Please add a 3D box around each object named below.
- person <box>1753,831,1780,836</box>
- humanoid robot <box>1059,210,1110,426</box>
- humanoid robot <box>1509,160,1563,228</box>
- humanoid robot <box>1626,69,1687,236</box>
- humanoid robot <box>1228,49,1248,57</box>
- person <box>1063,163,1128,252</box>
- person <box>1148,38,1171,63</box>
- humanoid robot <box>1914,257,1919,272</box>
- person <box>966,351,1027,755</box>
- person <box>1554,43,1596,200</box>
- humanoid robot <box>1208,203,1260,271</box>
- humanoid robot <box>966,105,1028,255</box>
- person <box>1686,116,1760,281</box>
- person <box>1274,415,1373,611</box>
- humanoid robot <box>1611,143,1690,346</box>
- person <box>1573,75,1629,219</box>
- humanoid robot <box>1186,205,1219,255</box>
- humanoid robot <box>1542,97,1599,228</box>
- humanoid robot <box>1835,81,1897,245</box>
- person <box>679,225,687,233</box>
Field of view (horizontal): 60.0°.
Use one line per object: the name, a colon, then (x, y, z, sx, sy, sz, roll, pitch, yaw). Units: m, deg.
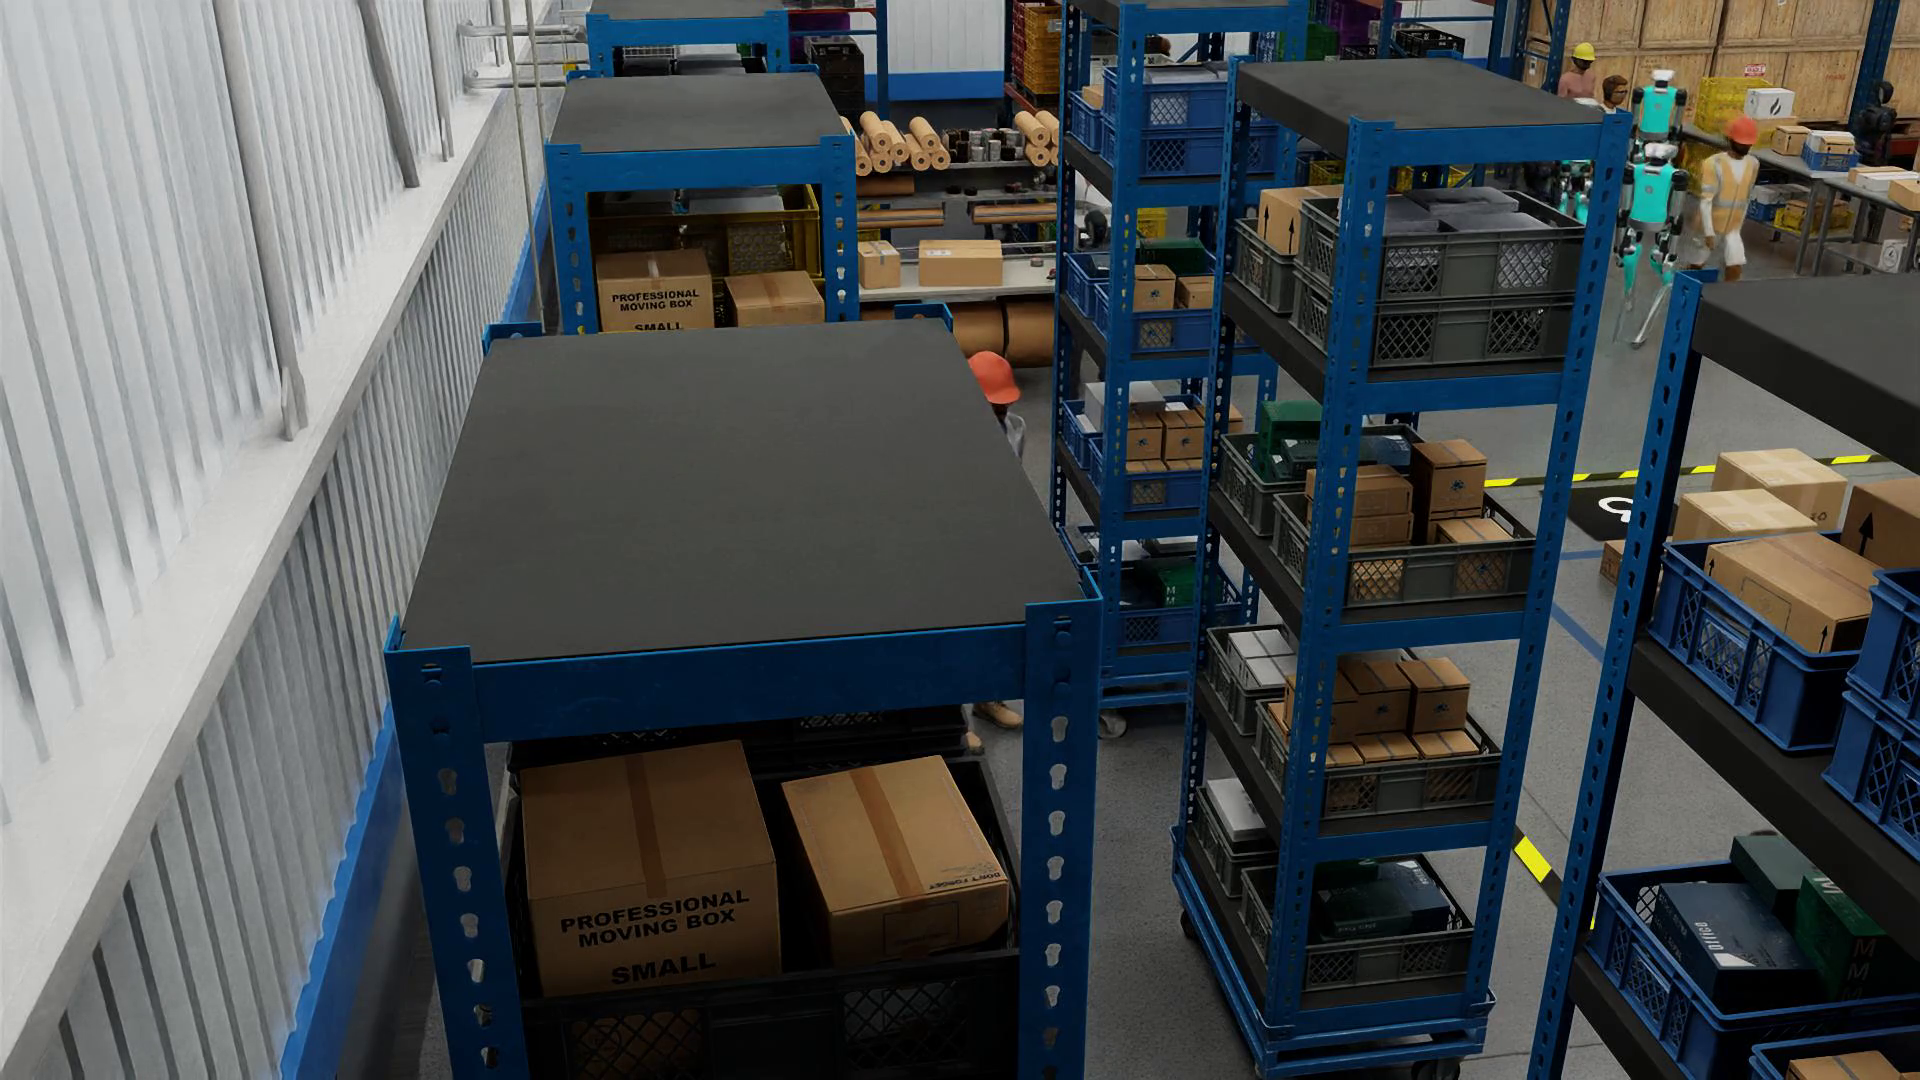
person: (2.171, 1.636, 4.832, 0.309, 1.864, 0.529, 19, 31, 35)
humanoid robot: (0.944, -1.595, 12.107, 0.606, 1.641, 0.430, -13, 28, -26)
humanoid robot: (5.246, -3.010, 15.225, 0.603, 1.626, 0.814, -8, 26, -18)
humanoid robot: (7.279, -4.112, 17.516, 0.553, 1.770, 0.960, 10, 27, 21)
humanoid robot: (2.815, -4.384, 18.168, 0.688, 1.875, 0.545, -4, 25, -9)
person: (1.108, -2.501, 13.758, 0.590, 1.922, 0.393, 15, 29, 30)
person: (2.151, -4.684, 18.609, 0.431, 1.834, 0.647, 7, 26, 15)
humanoid robot: (6.545, -1.091, 10.979, 0.560, 1.832, 0.786, 4, 25, 9)
person: (0.124, 0.061, 8.048, 0.387, 2.039, 0.613, 22, 33, 39)
person: (6.893, -4.685, 18.700, 0.521, 1.762, 0.335, -12, 27, -24)
humanoid robot: (2.266, -2.315, 13.669, 0.613, 1.637, 0.449, 14, 28, 28)
humanoid robot: (0.338, -3.330, 15.851, 0.599, 1.639, 0.507, -4, 25, -9)
person: (6.480, -2.612, 14.052, 0.546, 1.872, 1.020, -2, 25, -4)
person: (1.792, 0.197, 7.976, 0.595, 1.849, 0.389, 0, 25, 0)
humanoid robot: (5.764, -2.404, 13.867, 0.537, 1.867, 0.733, 19, 31, 35)
person: (6.250, -3.620, 16.299, 0.341, 1.837, 0.500, 20, 31, 36)
humanoid robot: (2.036, -2.595, 14.144, 0.739, 1.762, 0.530, 4, 25, 8)
humanoid robot: (5.694, -3.134, 15.347, 0.544, 1.783, 0.675, -1, 25, -2)
humanoid robot: (9.252, -3.829, 16.944, 0.590, 1.640, 0.567, -10, 26, -20)
person: (-2.089, -1.938, 12.675, 0.572, 1.806, 0.928, 3, 25, 6)
